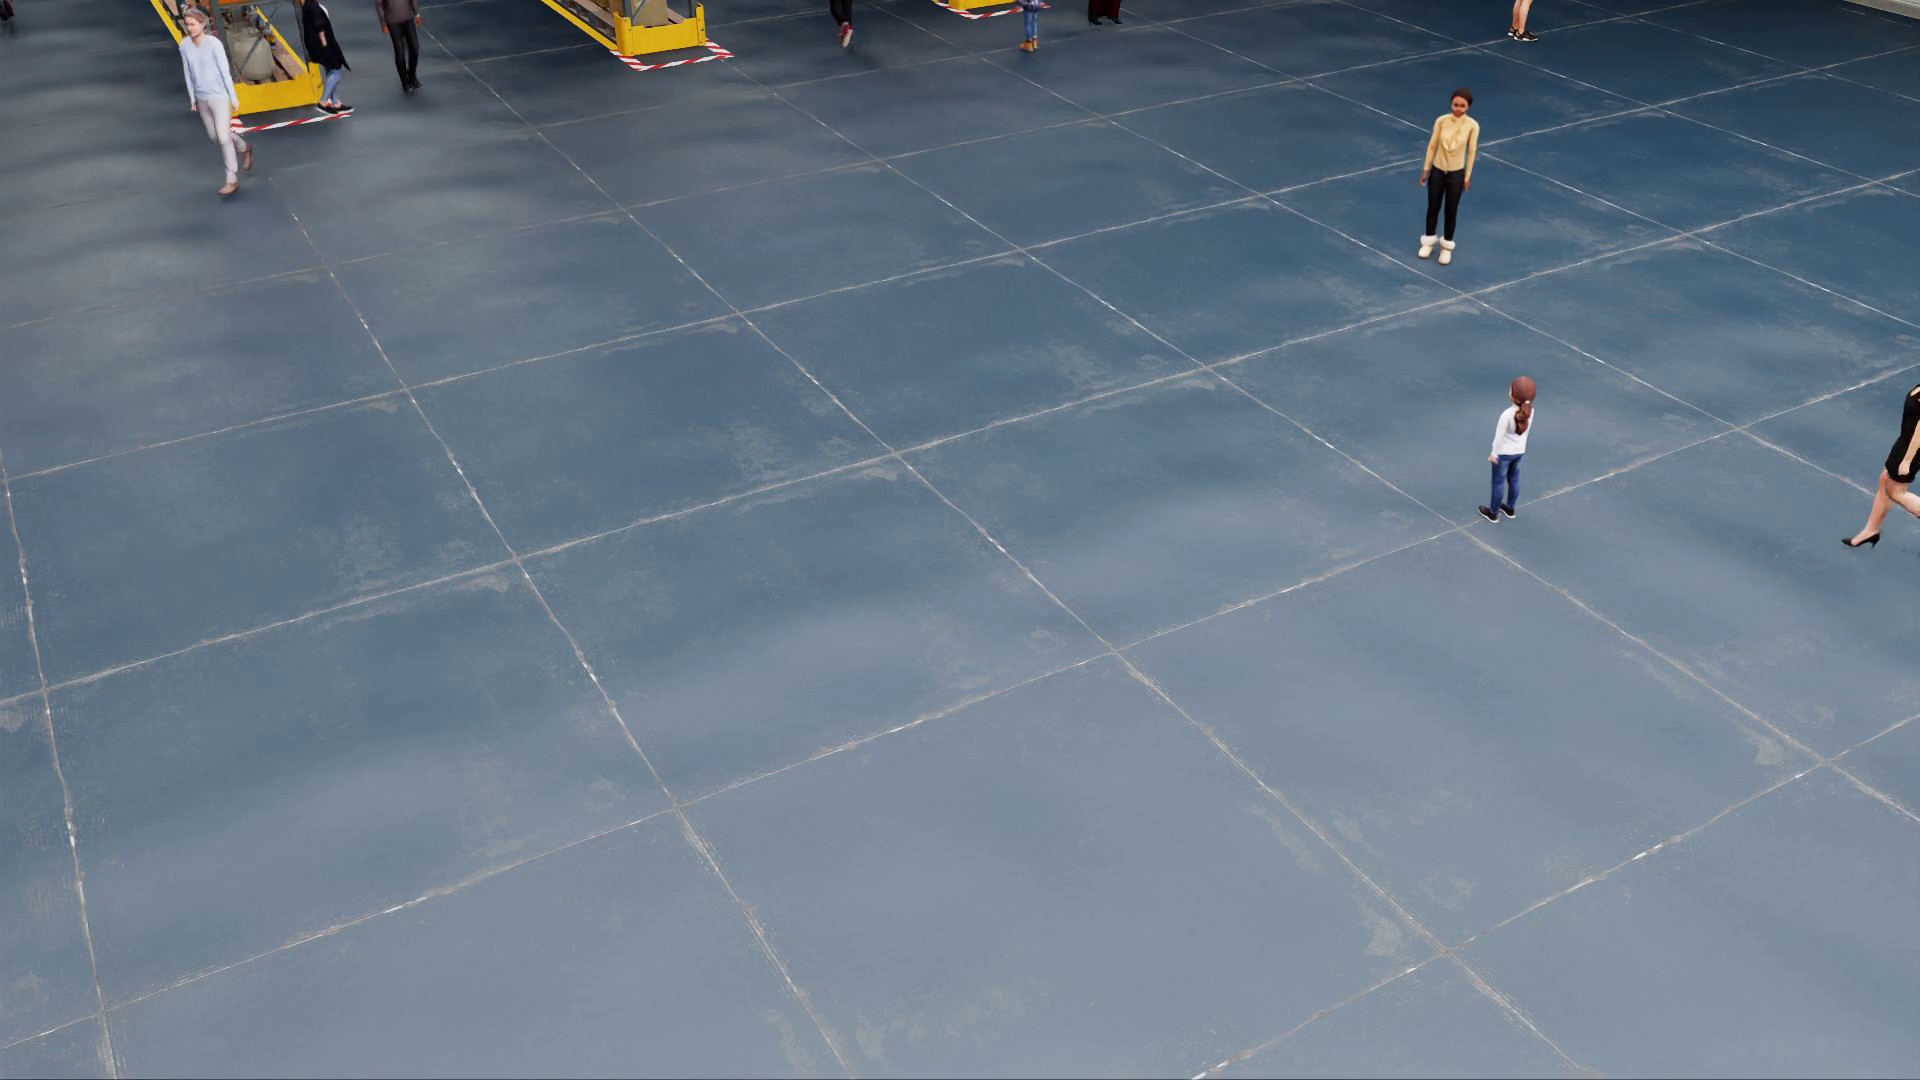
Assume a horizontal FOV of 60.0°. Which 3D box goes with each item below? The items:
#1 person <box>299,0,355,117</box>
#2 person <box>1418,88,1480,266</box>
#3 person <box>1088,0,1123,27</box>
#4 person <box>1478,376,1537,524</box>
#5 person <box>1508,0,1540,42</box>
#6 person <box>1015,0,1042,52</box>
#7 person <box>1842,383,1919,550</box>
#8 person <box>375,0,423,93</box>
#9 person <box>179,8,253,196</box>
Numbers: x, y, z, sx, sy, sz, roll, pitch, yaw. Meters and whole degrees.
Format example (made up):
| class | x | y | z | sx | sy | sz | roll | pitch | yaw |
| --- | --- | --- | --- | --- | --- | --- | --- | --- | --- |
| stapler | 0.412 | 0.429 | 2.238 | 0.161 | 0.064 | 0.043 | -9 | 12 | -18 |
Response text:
| class | x | y | z | sx | sy | sz | roll | pitch | yaw |
| --- | --- | --- | --- | --- | --- | --- | --- | --- | --- |
| person | -7.497 | -5.749 | 19.360 | 0.681 | 1.673 | 0.610 | -16 | 36 | -24 |
| person | 4.625 | -3.494 | 15.801 | 0.688 | 1.658 | 0.771 | 16 | 36 | 23 |
| person | 1.889 | -7.880 | 22.687 | 0.761 | 1.729 | 0.660 | -13 | 35 | -20 |
| person | 3.910 | -0.650 | 11.804 | 0.433 | 1.112 | 0.462 | -16 | 36 | -24 |
| person | 7.636 | -7.649 | 22.210 | 0.795 | 1.847 | 0.664 | -1 | 32 | -2 |
| person | 0.935 | -7.064 | 21.847 | 0.547 | 1.245 | 0.581 | -26 | 40 | -34 |
| person | 6.507 | -0.583 | 11.211 | 0.984 | 1.631 | 0.842 | 16 | 36 | 23 |
| person | -6.857 | -6.359 | 20.253 | 0.632 | 1.753 | 0.712 | -17 | 36 | -25 |
| person | -7.746 | -4.619 | 17.388 | 1.132 | 1.866 | 1.230 | 6 | 33 | 9 |
